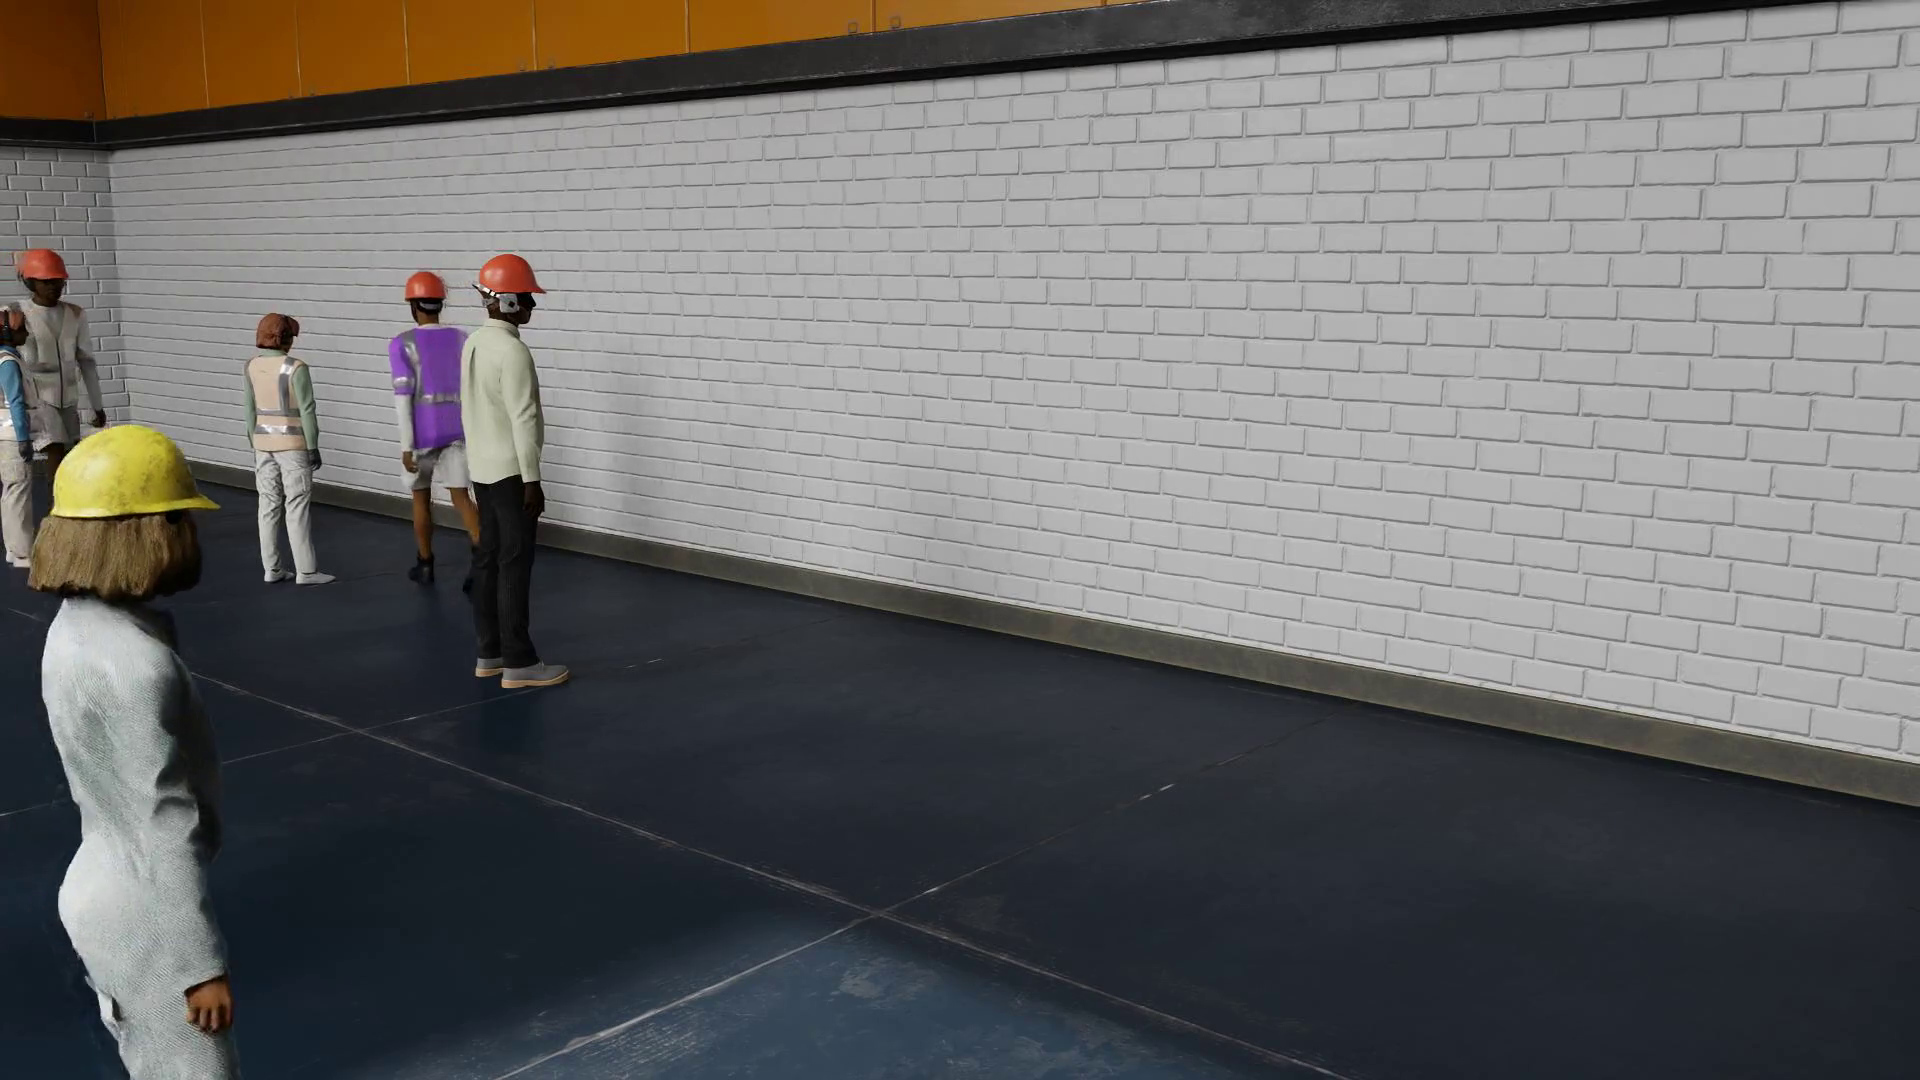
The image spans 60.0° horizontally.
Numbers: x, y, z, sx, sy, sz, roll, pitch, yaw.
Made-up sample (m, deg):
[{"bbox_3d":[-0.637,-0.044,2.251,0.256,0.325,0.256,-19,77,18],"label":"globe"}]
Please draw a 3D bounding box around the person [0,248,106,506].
[{"bbox_3d":[-5.977,-0.924,11.100,0.772,2.017,0.631,5,11,27],"label":"person"}]

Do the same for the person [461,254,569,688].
[{"bbox_3d":[-2.086,-0.319,7.730,0.397,1.992,0.623,-8,13,-38],"label":"person"}]

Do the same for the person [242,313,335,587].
[{"bbox_3d":[-4.052,-0.536,9.973,0.512,1.640,0.312,4,11,23],"label":"person"}]

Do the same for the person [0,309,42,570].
[{"bbox_3d":[-5.966,-0.632,10.518,0.306,1.640,0.522,-7,12,-36],"label":"person"}]

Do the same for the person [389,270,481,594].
[{"bbox_3d":[-3.046,-0.630,9.800,0.541,1.907,0.910,-8,13,-38],"label":"person"}]

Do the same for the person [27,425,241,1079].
[{"bbox_3d":[-1.440,0.667,2.852,0.615,1.724,0.496,-7,12,-34],"label":"person"}]
